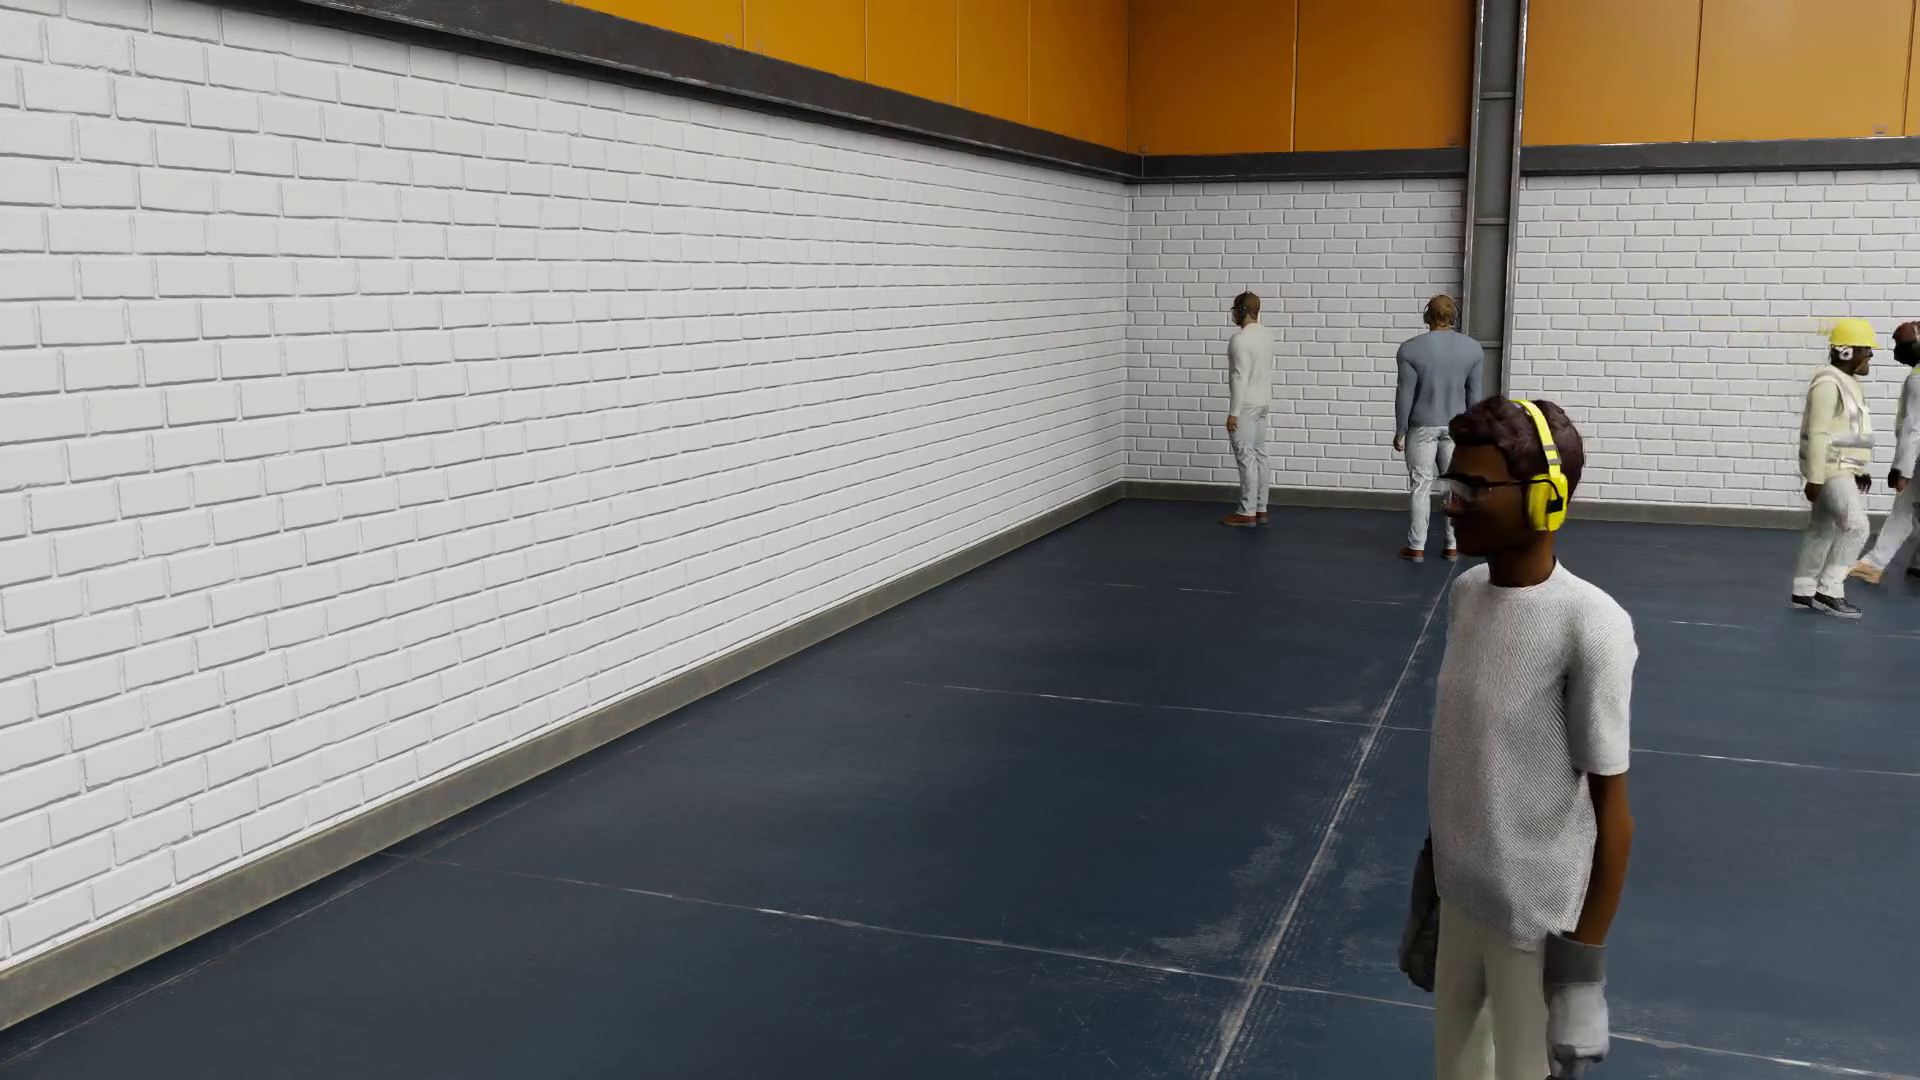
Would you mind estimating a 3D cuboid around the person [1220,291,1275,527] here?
[{"bbox_3d":[2.381,-1.079,13.753,0.355,1.937,0.635,6,11,33],"label":"person"}]

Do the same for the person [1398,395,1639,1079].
[{"bbox_3d":[0.965,0.683,2.953,0.410,1.874,0.566,-2,9,-15],"label":"person"}]

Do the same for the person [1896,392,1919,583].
[{"bbox_3d":[6.372,-0.502,10.726,0.620,1.771,0.870,-2,9,-10],"label":"person"}]

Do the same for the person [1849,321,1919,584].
[{"bbox_3d":[6.305,-0.536,10.889,0.991,1.766,0.635,6,11,34],"label":"person"}]

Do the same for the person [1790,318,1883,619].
[{"bbox_3d":[5.361,-0.430,10.083,0.570,1.812,0.604,6,11,34],"label":"person"}]

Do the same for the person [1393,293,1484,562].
[{"bbox_3d":[3.438,-0.802,12.010,0.636,1.939,0.362,-1,9,-3],"label":"person"}]
